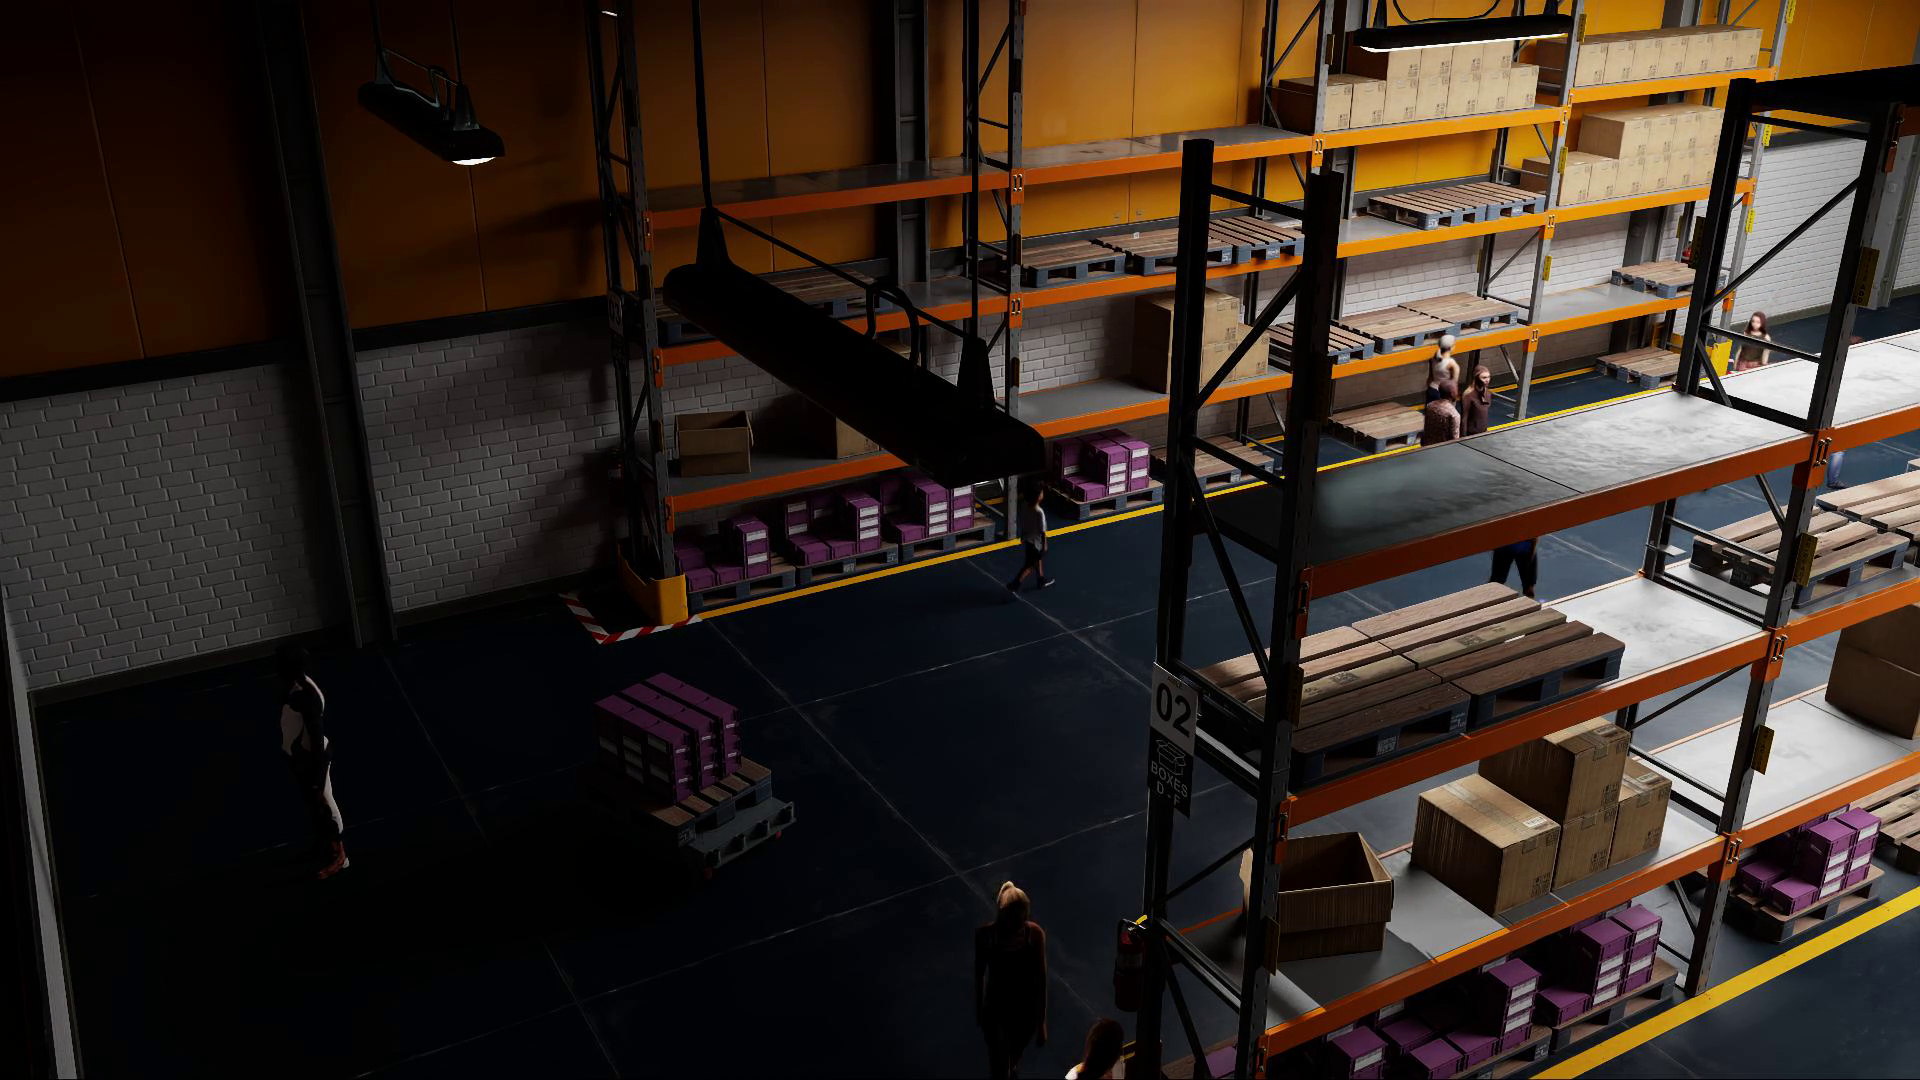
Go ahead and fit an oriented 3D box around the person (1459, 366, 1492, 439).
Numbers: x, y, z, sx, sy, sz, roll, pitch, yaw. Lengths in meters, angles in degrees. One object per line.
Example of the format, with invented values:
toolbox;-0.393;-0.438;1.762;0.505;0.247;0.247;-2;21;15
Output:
person;5.880;-1.194;19.144;0.448;1.704;0.672;-15;28;-30

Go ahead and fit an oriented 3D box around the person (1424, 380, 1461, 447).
person;5.287;-0.899;18.339;0.598;1.809;0.687;-11;26;-23

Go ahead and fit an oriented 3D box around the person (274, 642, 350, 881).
person;-4.872;1.625;12.459;0.633;1.893;0.710;-18;29;-35

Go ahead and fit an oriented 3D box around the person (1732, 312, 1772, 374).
person;10.320;-2.239;21.730;0.783;1.547;0.990;16;28;33

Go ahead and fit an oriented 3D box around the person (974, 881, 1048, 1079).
person;0.313;2.766;9.973;1.189;1.794;0.958;-2;24;-4

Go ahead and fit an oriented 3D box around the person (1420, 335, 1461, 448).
person;5.822;-1.672;20.239;0.543;1.702;0.615;-15;28;-31

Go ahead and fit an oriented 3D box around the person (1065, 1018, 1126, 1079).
person;0.668;3.241;9.049;0.553;1.664;0.740;-14;27;-29

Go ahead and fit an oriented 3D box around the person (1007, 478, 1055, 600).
person;0.708;-0.007;17.006;0.886;1.242;0.534;-15;28;-31
